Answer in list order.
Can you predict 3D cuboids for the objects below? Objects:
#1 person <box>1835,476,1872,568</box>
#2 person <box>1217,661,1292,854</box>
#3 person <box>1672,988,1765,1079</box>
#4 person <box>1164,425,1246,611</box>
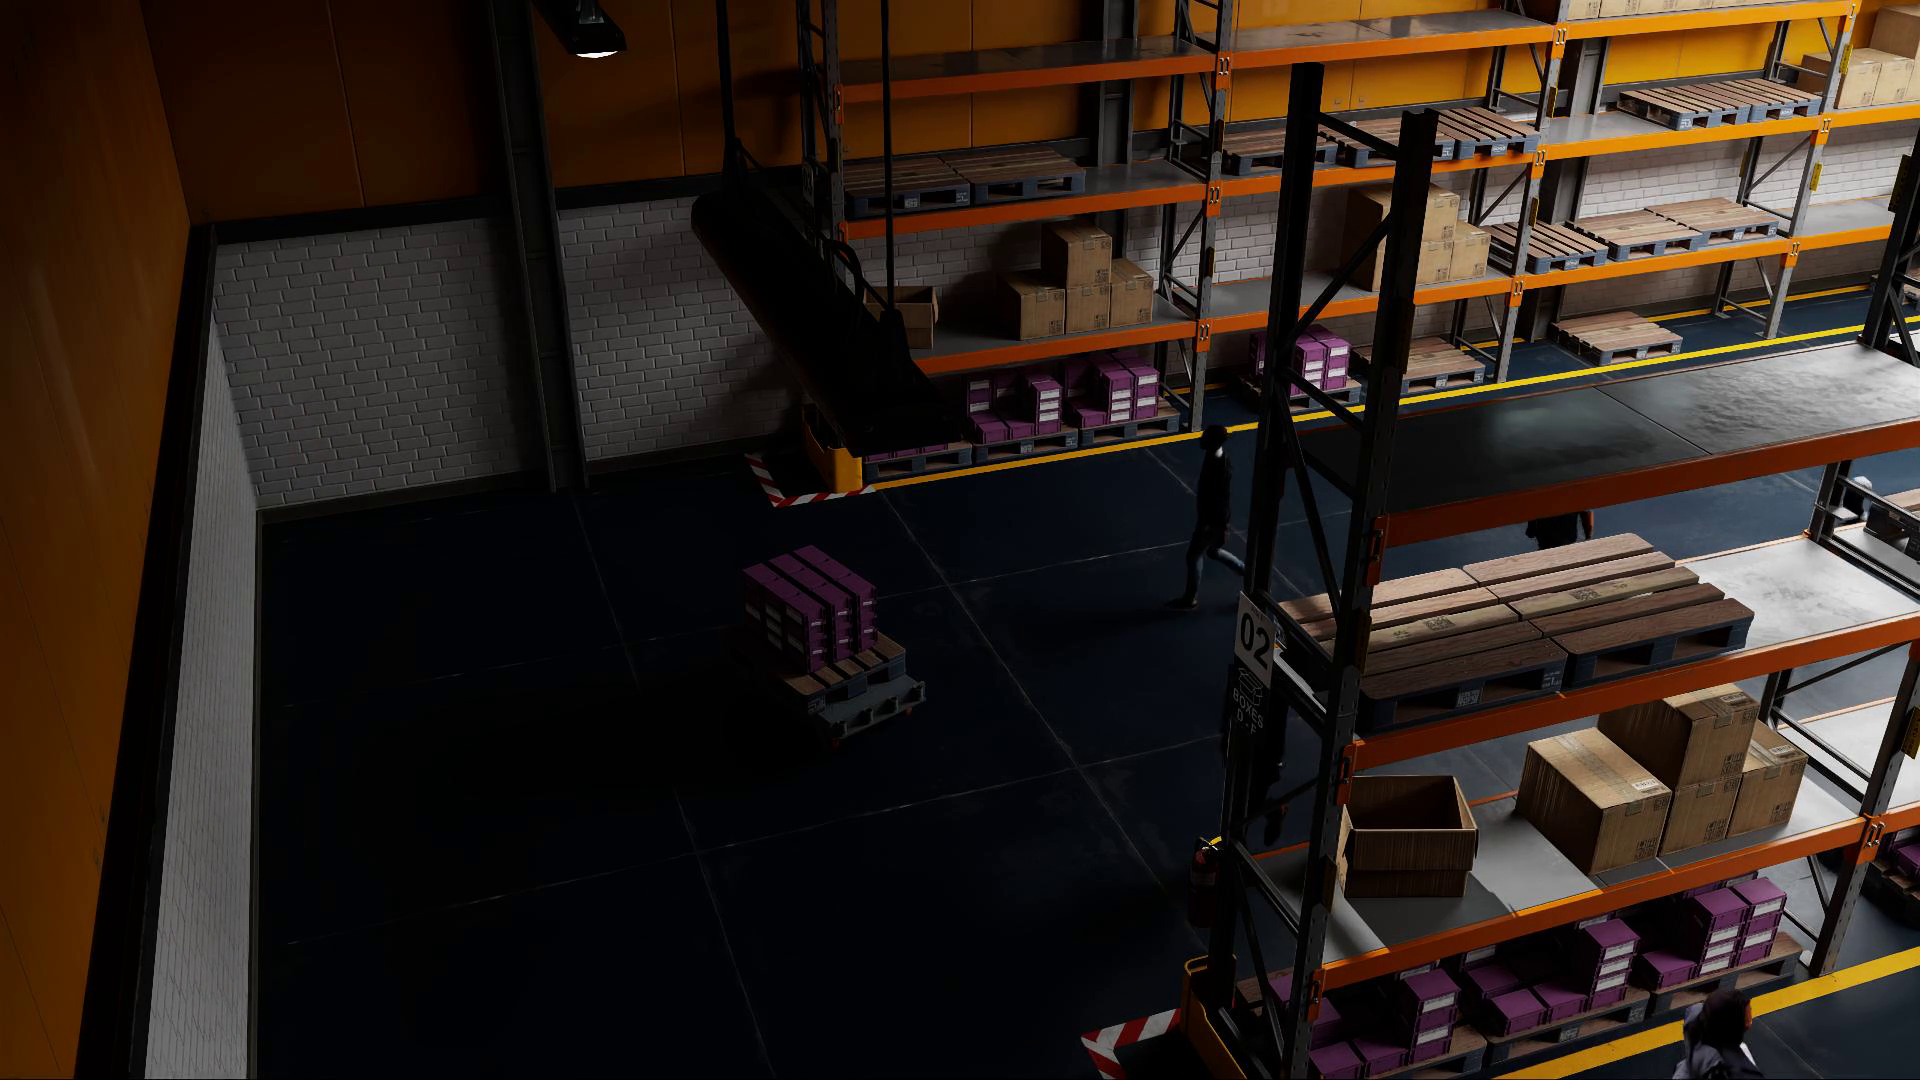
[{"bbox_3d":[7.471,0.201,14.082,0.903,1.623,0.587,-10,30,-17],"label":"person"},{"bbox_3d":[2.091,1.421,11.572,0.978,1.885,0.859,-18,33,-29],"label":"person"},{"bbox_3d":[3.942,3.022,8.955,1.085,1.580,0.820,-3,29,-6],"label":"person"},{"bbox_3d":[2.314,-0.170,14.590,1.234,1.789,0.912,0,29,-1],"label":"person"}]
